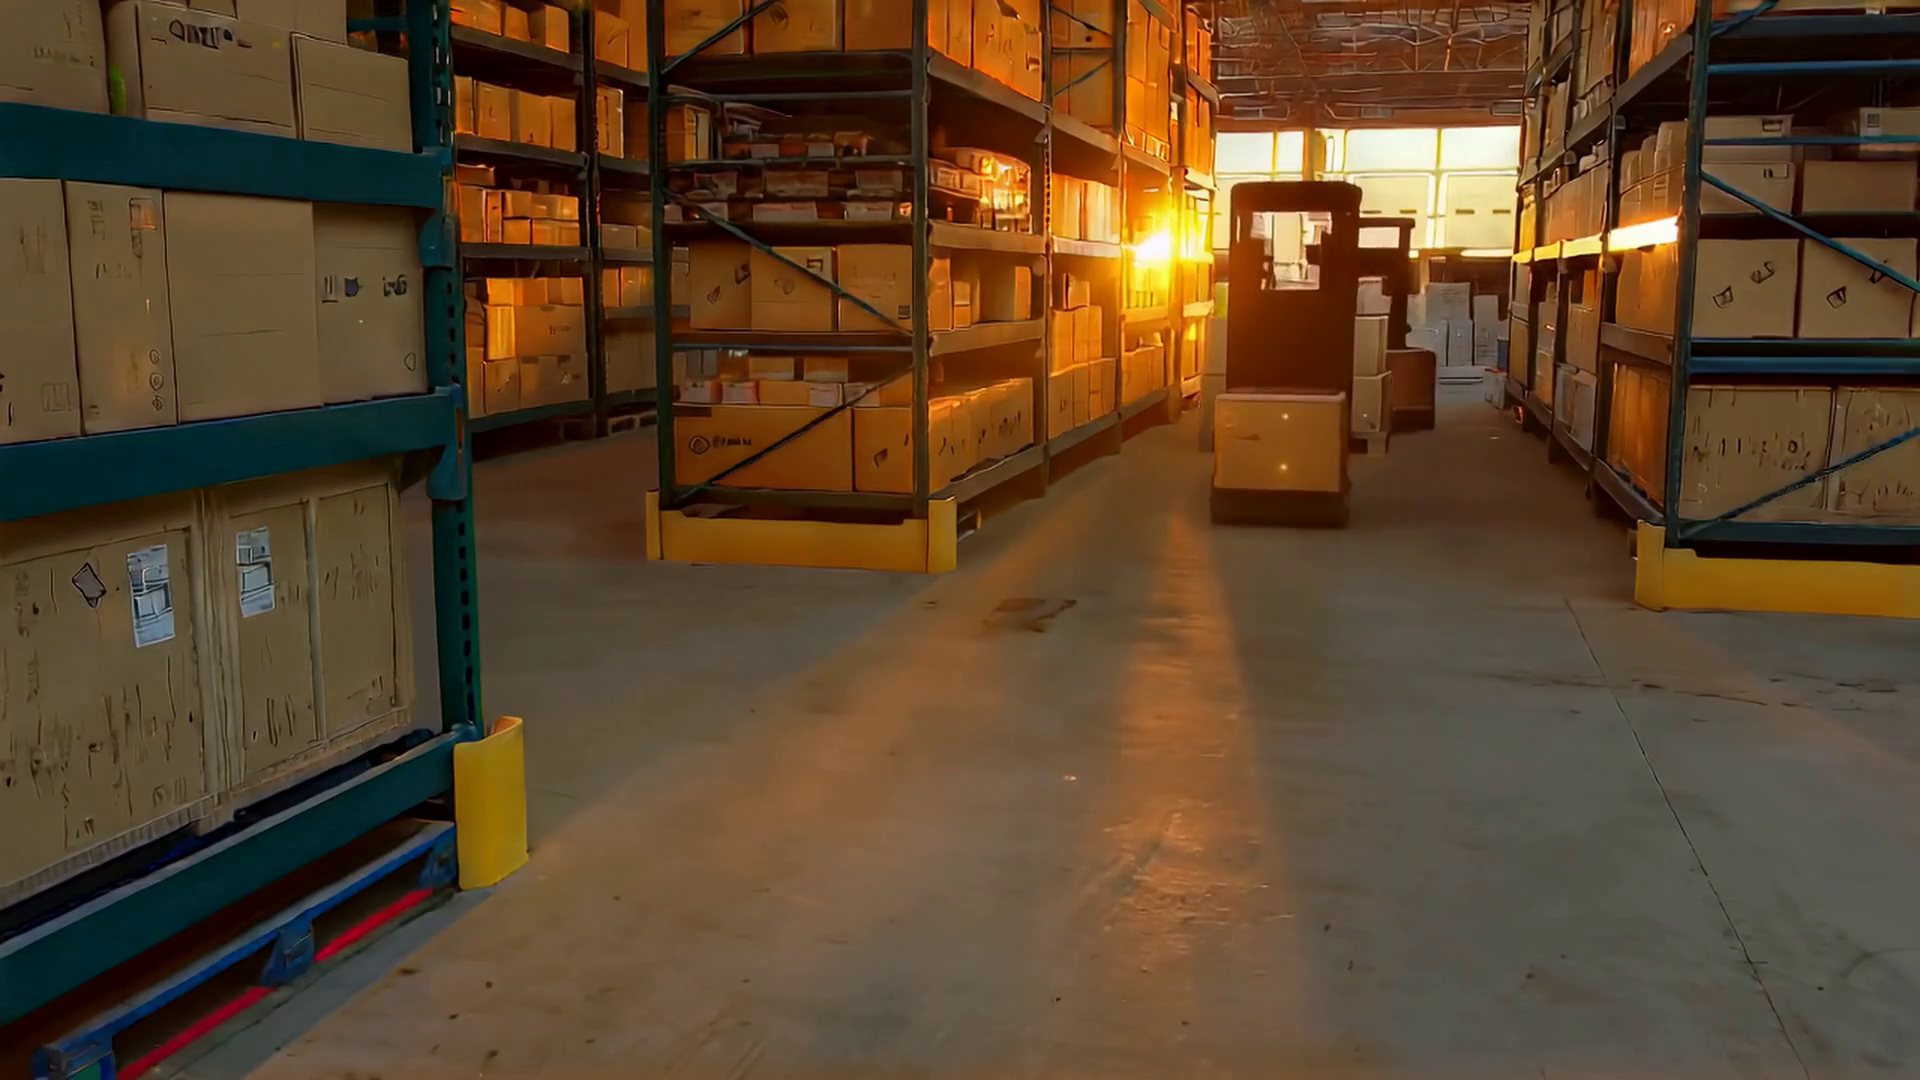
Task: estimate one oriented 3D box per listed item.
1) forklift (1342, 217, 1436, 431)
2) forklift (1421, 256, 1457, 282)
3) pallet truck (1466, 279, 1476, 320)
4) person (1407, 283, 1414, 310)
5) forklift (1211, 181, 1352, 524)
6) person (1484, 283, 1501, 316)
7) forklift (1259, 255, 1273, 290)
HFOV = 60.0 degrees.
[{"bbox_3d":[5.487,-2.884,22.095,1.129,2.768,1.873,-2,9,-10],"label":"forklift"},{"bbox_3d":[12.457,-6.235,43.383,1.129,2.768,1.873,2,9,15],"label":"forklift"},{"bbox_3d":[18.896,-8.459,60.307,1.885,1.965,0.823,5,10,31],"label":"pallet truck"},{"bbox_3d":[11.650,-5.753,43.435,0.911,1.909,0.633,-6,11,-33],"label":"person"},{"bbox_3d":[2.782,-1.629,14.123,1.129,2.768,1.873,2,9,15],"label":"forklift"},{"bbox_3d":[17.840,-7.692,55.862,0.656,1.870,1.050,7,11,37],"label":"person"},{"bbox_3d":[10.553,-8.661,58.801,1.129,2.768,1.873,2,9,15],"label":"forklift"}]
